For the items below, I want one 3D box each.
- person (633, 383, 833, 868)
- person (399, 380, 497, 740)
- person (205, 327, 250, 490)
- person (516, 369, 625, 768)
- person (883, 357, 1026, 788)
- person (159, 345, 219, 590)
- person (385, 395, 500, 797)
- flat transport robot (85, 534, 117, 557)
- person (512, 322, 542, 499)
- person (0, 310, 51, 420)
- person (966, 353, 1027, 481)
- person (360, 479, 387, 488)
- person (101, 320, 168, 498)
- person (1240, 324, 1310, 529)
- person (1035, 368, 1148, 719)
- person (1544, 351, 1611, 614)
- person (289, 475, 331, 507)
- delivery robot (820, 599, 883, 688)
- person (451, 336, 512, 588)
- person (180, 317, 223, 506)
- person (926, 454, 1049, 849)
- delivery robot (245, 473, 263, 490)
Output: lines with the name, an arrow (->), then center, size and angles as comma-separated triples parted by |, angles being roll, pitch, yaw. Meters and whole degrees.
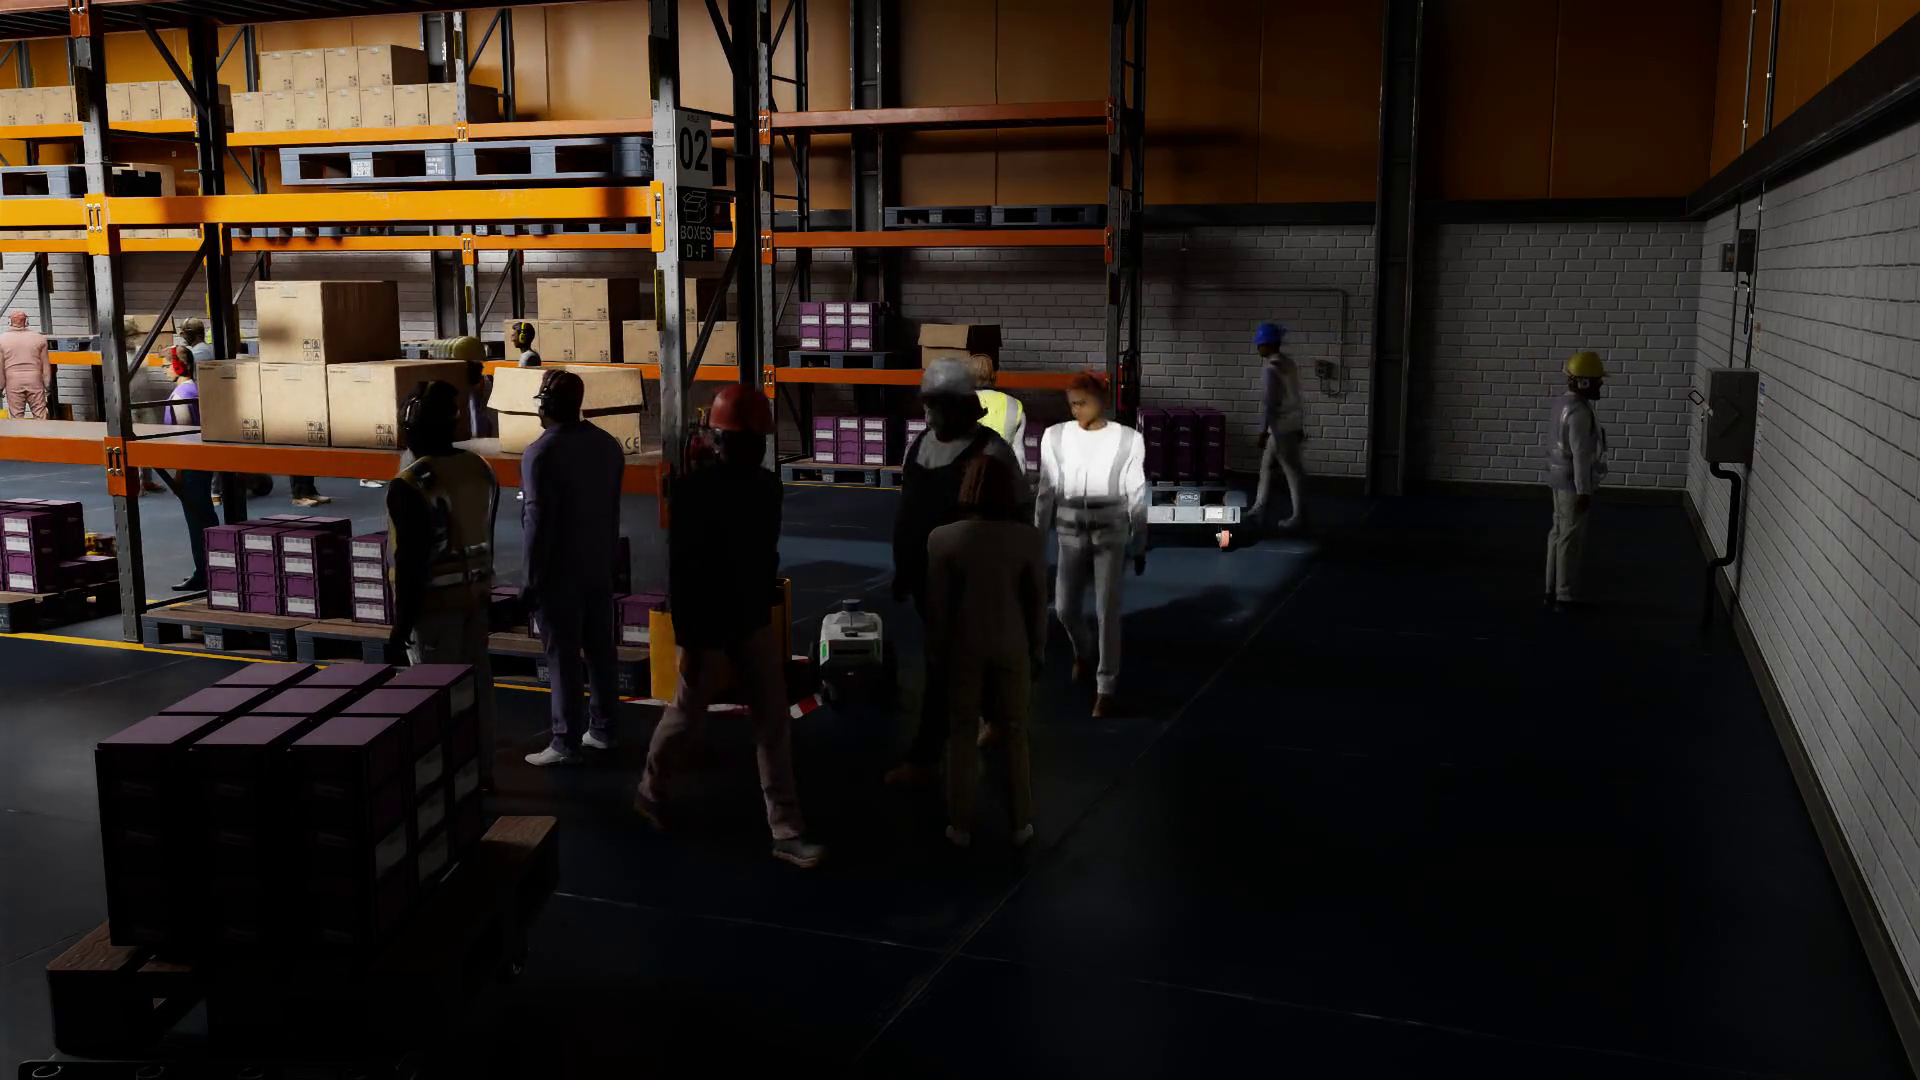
person -> -0.986, 0.324, 6.768 | 1.016, 1.946, 0.650 | 7, 12, 39
person -> -2.509, 0.151, 8.084 | 0.377, 1.861, 0.555 | -2, 9, -9
person -> -7.809, -1.368, 17.754 | 0.478, 1.809, 0.624 | 0, 9, 2
person -> -1.898, 0.138, 8.011 | 0.407, 1.910, 0.639 | 5, 10, 27
person -> -0.005, 0.083, 7.936 | 1.010, 2.000, 0.682 | -8, 12, -41
person -> -5.754, -0.542, 12.495 | 0.389, 1.839, 0.563 | -1, 9, -8
person -> -2.284, 0.285, 7.310 | 0.430, 1.839, 0.619 | 3, 10, 20
flat transport robot -> -7.665, 0.048, 13.698 | 1.431, 0.197, 0.652 | 5, 10, 28
person -> -4.543, -1.358, 17.520 | 0.331, 1.872, 0.513 | -1, 9, -7
person -> -12.197, -2.037, 21.665 | 0.643, 1.910, 0.399 | -6, 11, -32
person -> 0.129, -0.318, 11.080 | 0.625, 1.844, 0.429 | -2, 9, -11
person -> -6.587, -1.403, 18.517 | 0.315, 1.641, 0.515 | -1, 9, -8
person -> -8.728, -1.374, 17.545 | 0.442, 1.894, 0.703 | 2, 9, 14
person -> 2.920, -1.056, 15.537 | 0.855, 1.896, 0.609 | 4, 10, 25
person -> 0.728, -0.006, 9.035 | 0.628, 1.868, 0.614 | 3, 9, 17
person -> 4.319, -0.405, 11.655 | 0.404, 1.829, 0.600 | 1, 9, 6
person -> -6.702, -1.262, 16.992 | 0.345, 1.847, 0.506 | 1, 9, 5
delivery robot -> -0.599, 0.572, 9.224 | 0.477, 0.478, 0.707 | 0, 9, -3
person -> -3.602, -0.570, 12.488 | 0.723, 1.903, 0.589 | 1, 9, 4
person -> -7.746, -1.310, 17.020 | 0.370, 1.934, 0.627 | -2, 9, -9
person -> 0.112, 0.463, 6.827 | 0.502, 1.633, 0.280 | 0, 9, -1
delivery robot -> -7.754, -0.764, 17.613 | 0.707, 0.478, 0.477 | 3, 9, 15
